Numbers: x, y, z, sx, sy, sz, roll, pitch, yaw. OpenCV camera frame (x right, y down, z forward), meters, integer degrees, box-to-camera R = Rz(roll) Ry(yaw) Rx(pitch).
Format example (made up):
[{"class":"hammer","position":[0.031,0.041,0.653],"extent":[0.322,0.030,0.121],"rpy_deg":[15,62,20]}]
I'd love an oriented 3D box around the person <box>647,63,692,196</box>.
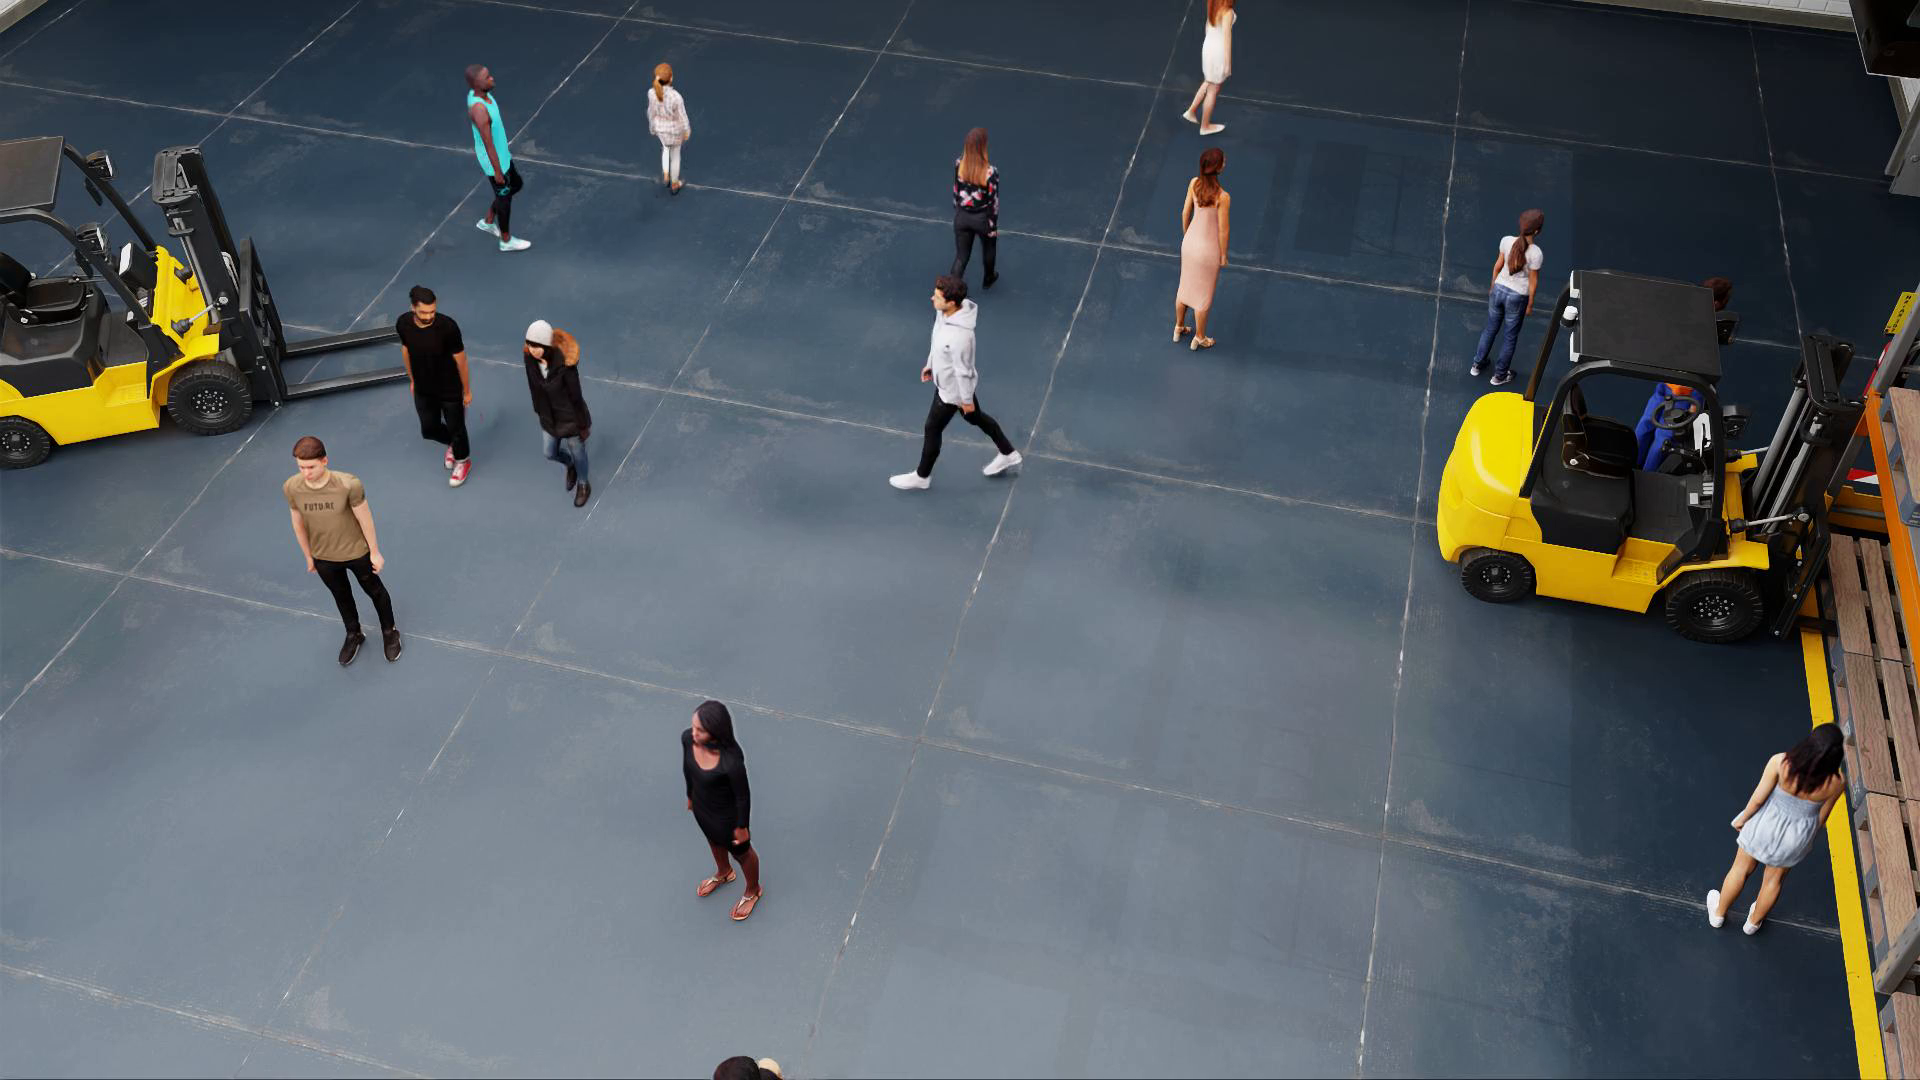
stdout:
[{"class":"person","position":[-2.709,-3.743,15.272],"extent":[0.569,1.302,0.559],"rpy_deg":[17,46,17]}]

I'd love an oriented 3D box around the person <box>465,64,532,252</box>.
[{"class":"person","position":[-4.137,-3.291,14.440],"extent":[0.848,1.796,0.785],"rpy_deg":[-9,44,-9]}]

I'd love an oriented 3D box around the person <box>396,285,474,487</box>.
[{"class":"person","position":[-3.805,-1.192,12.284],"extent":[0.694,1.731,0.707],"rpy_deg":[7,44,7]}]

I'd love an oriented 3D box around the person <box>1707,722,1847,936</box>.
[{"class":"person","position":[4.590,1.624,9.329],"extent":[0.616,1.729,0.567],"rpy_deg":[16,46,16]}]

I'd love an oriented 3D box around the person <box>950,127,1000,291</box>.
[{"class":"person","position":[0.088,-2.635,13.857],"extent":[0.716,1.651,1.095],"rpy_deg":[18,46,18]}]

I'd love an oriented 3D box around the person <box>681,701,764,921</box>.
[{"class":"person","position":[-1.358,1.523,9.442],"extent":[0.676,1.720,0.635],"rpy_deg":[28,50,26]}]

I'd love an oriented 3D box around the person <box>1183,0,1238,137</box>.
[{"class":"person","position":[2.372,-4.643,15.924],"extent":[0.802,1.708,0.747],"rpy_deg":[-13,45,-13]}]

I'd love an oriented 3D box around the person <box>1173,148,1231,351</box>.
[{"class":"person","position":[1.950,-2.349,13.426],"extent":[0.680,1.831,0.672],"rpy_deg":[-33,53,-30]}]

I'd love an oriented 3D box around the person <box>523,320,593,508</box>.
[{"class":"person","position":[-2.872,-0.968,12.126],"extent":[0.631,1.624,0.634],"rpy_deg":[7,44,7]}]

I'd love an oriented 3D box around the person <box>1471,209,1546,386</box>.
[{"class":"person","position":[4.373,-1.946,13.198],"extent":[0.655,1.562,0.624],"rpy_deg":[-32,52,-29]}]

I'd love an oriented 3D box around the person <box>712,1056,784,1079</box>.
[{"class":"person","position":[-0.881,2.915,8.089],"extent":[0.668,1.571,0.647],"rpy_deg":[17,46,17]}]

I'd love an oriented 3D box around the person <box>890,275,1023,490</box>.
[{"class":"person","position":[0.068,-1.145,12.123],"extent":[1.057,1.885,1.285],"rpy_deg":[-5,44,-5]}]

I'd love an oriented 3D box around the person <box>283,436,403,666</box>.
[{"class":"person","position":[-4.043,0.055,10.888],"extent":[0.728,1.852,0.687],"rpy_deg":[-3,44,-3]}]

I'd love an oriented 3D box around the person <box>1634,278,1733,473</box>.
[{"class":"person","position":[5.246,-1.129,12.123],"extent":[0.832,1.863,0.689],"rpy_deg":[-5,44,-5]}]
